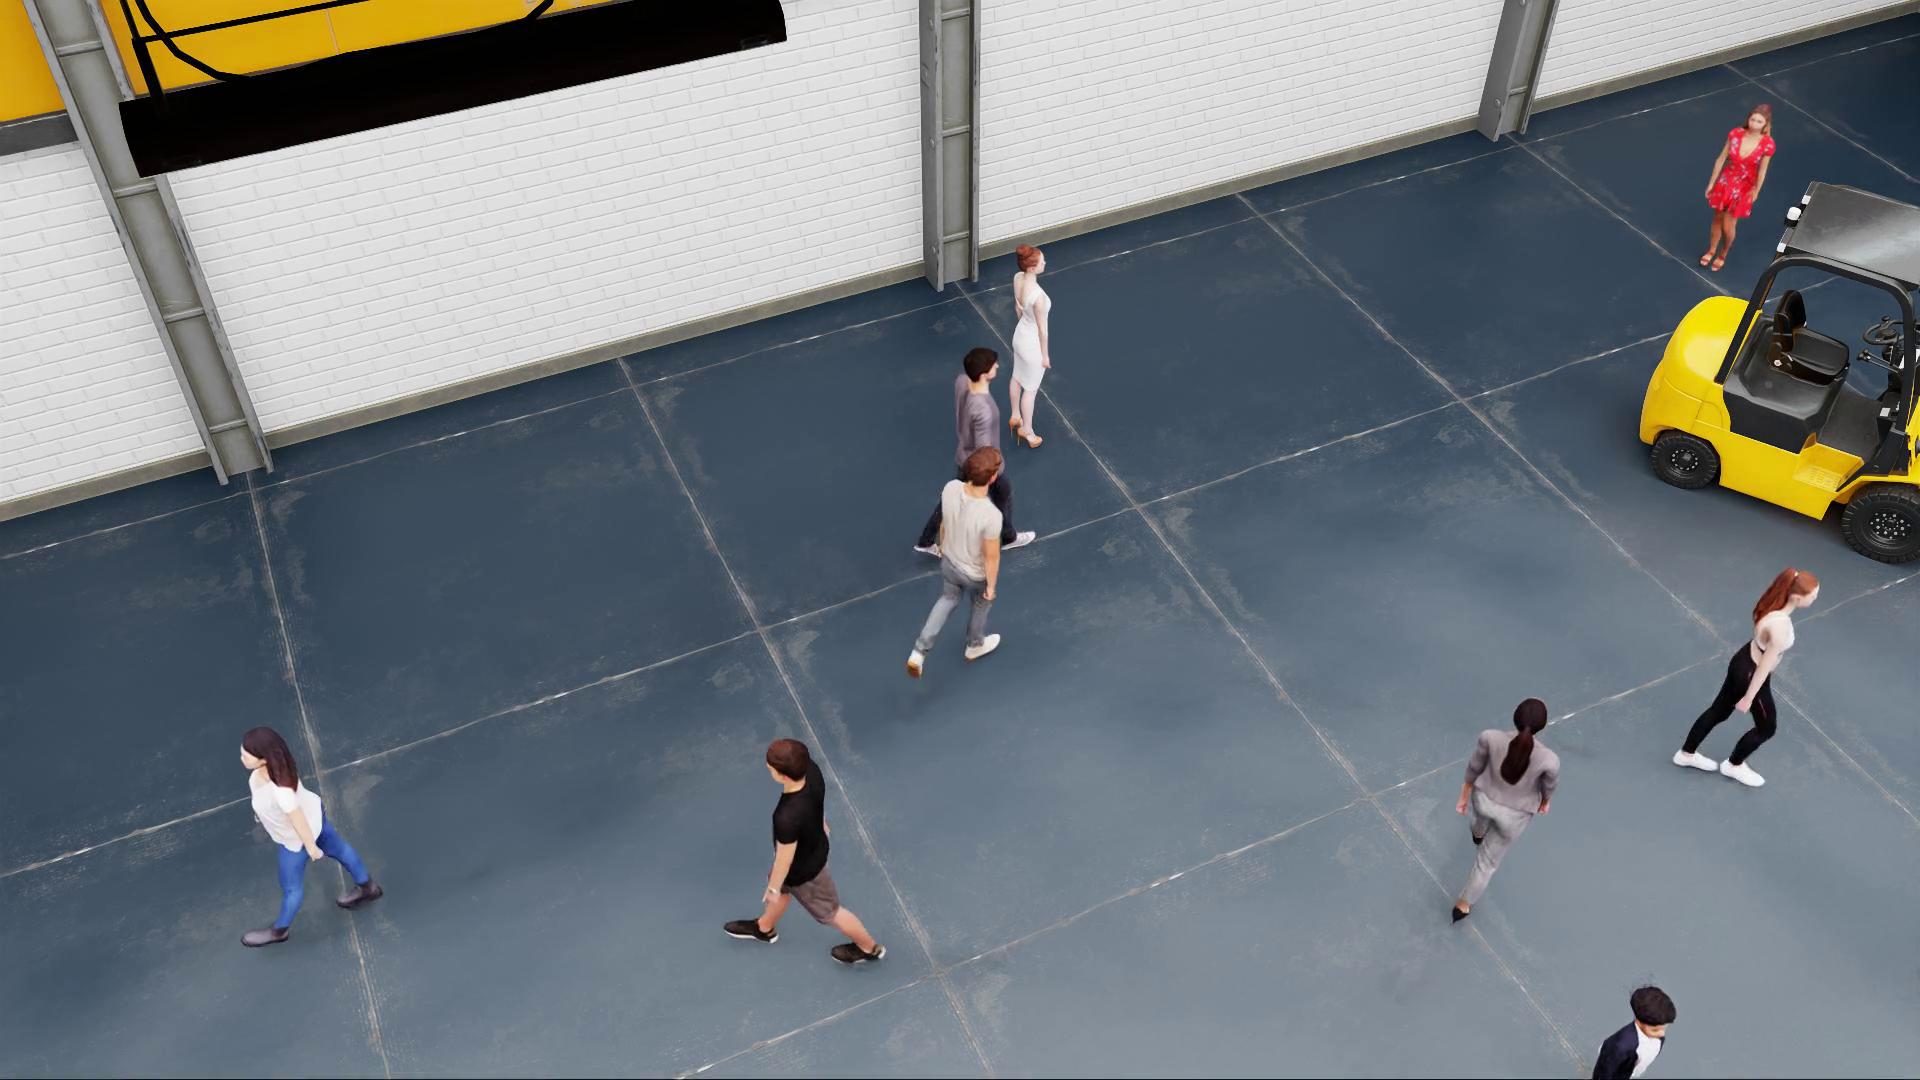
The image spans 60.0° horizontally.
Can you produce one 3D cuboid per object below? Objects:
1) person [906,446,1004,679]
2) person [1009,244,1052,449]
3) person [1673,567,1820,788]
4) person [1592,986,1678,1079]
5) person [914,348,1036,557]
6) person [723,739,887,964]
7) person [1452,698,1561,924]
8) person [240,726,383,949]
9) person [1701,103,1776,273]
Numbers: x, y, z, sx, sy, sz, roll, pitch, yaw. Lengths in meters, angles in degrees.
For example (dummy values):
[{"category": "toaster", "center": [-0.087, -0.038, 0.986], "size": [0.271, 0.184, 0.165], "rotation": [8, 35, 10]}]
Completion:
[{"category": "person", "center": [-0.012, 0.203, 10.661], "size": [0.965, 1.867, 1.158], "rotation": [27, 50, 26]}, {"category": "person", "center": [0.507, -1.453, 12.453], "size": [0.461, 1.793, 0.567], "rotation": [-17, 46, -17]}, {"category": "person", "center": [4.711, 0.816, 10.118], "size": [0.915, 1.729, 0.851], "rotation": [12, 45, 13]}, {"category": "person", "center": [3.407, 2.656, 8.559], "size": [0.443, 1.215, 0.587], "rotation": [-25, 49, -24]}, {"category": "person", "center": [0.046, -0.550, 11.485], "size": [1.122, 1.821, 0.704], "rotation": [-17, 46, -17]}, {"category": "person", "center": [-0.770, 1.756, 9.066], "size": [1.298, 1.819, 1.094], "rotation": [5, 44, 5]}, {"category": "person", "center": [3.014, 1.585, 9.380], "size": [0.950, 1.633, 1.149], "rotation": [27, 50, 25]}, {"category": "person", "center": [-3.620, 1.596, 9.354], "size": [1.010, 1.653, 0.645], "rotation": [-15, 46, -16]}, {"category": "person", "center": [6.704, -3.057, 14.291], "size": [0.726, 1.581, 0.678], "rotation": [-32, 52, -29]}]
